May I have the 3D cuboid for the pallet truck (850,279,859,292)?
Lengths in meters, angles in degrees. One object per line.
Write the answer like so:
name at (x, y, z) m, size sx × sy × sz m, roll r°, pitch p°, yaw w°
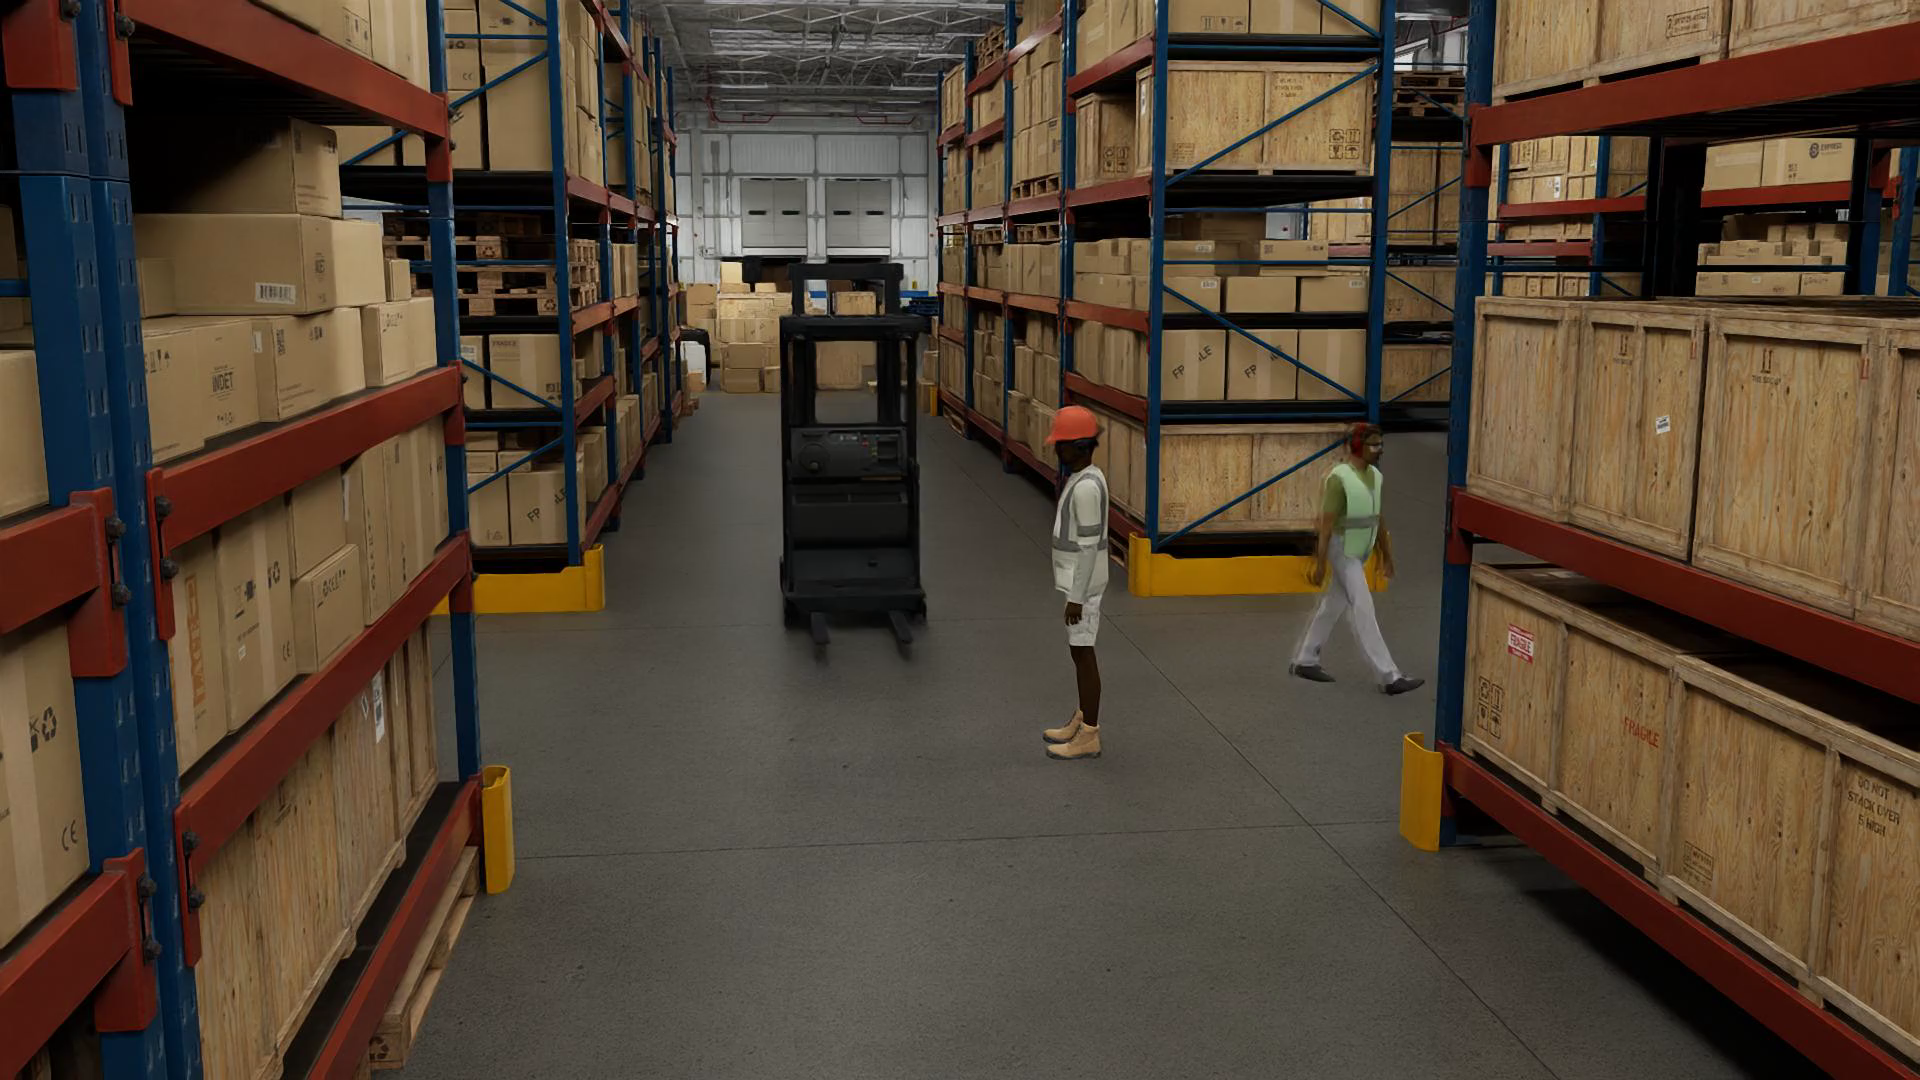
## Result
pallet truck at (-3.782, -9.391, 65.808) m, size 1.885 × 1.965 × 0.823 m, roll 2°, pitch 10°, yaw 10°

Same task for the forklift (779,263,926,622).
forklift at (-0.935, -0.886, 13.726) m, size 1.129 × 2.768 × 1.873 m, roll -1°, pitch 10°, yaw -7°

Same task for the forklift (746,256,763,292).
forklift at (-7.237, -8.630, 58.809) m, size 1.873 × 2.768 × 1.129 m, roll -4°, pitch 11°, yaw -24°

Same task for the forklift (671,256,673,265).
forklift at (-11.044, -9.144, 61.803) m, size 1.129 × 2.768 × 1.873 m, roll -1°, pitch 10°, yaw -7°

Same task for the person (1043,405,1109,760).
person at (0.669, 0.244, 9.580) m, size 0.371 × 2.044 × 0.608 m, roll 0°, pitch 10°, yaw 2°

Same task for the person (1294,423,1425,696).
person at (2.664, 0.118, 11.040) m, size 0.984 × 1.786 × 0.583 m, roll 8°, pitch 12°, yaw 38°
